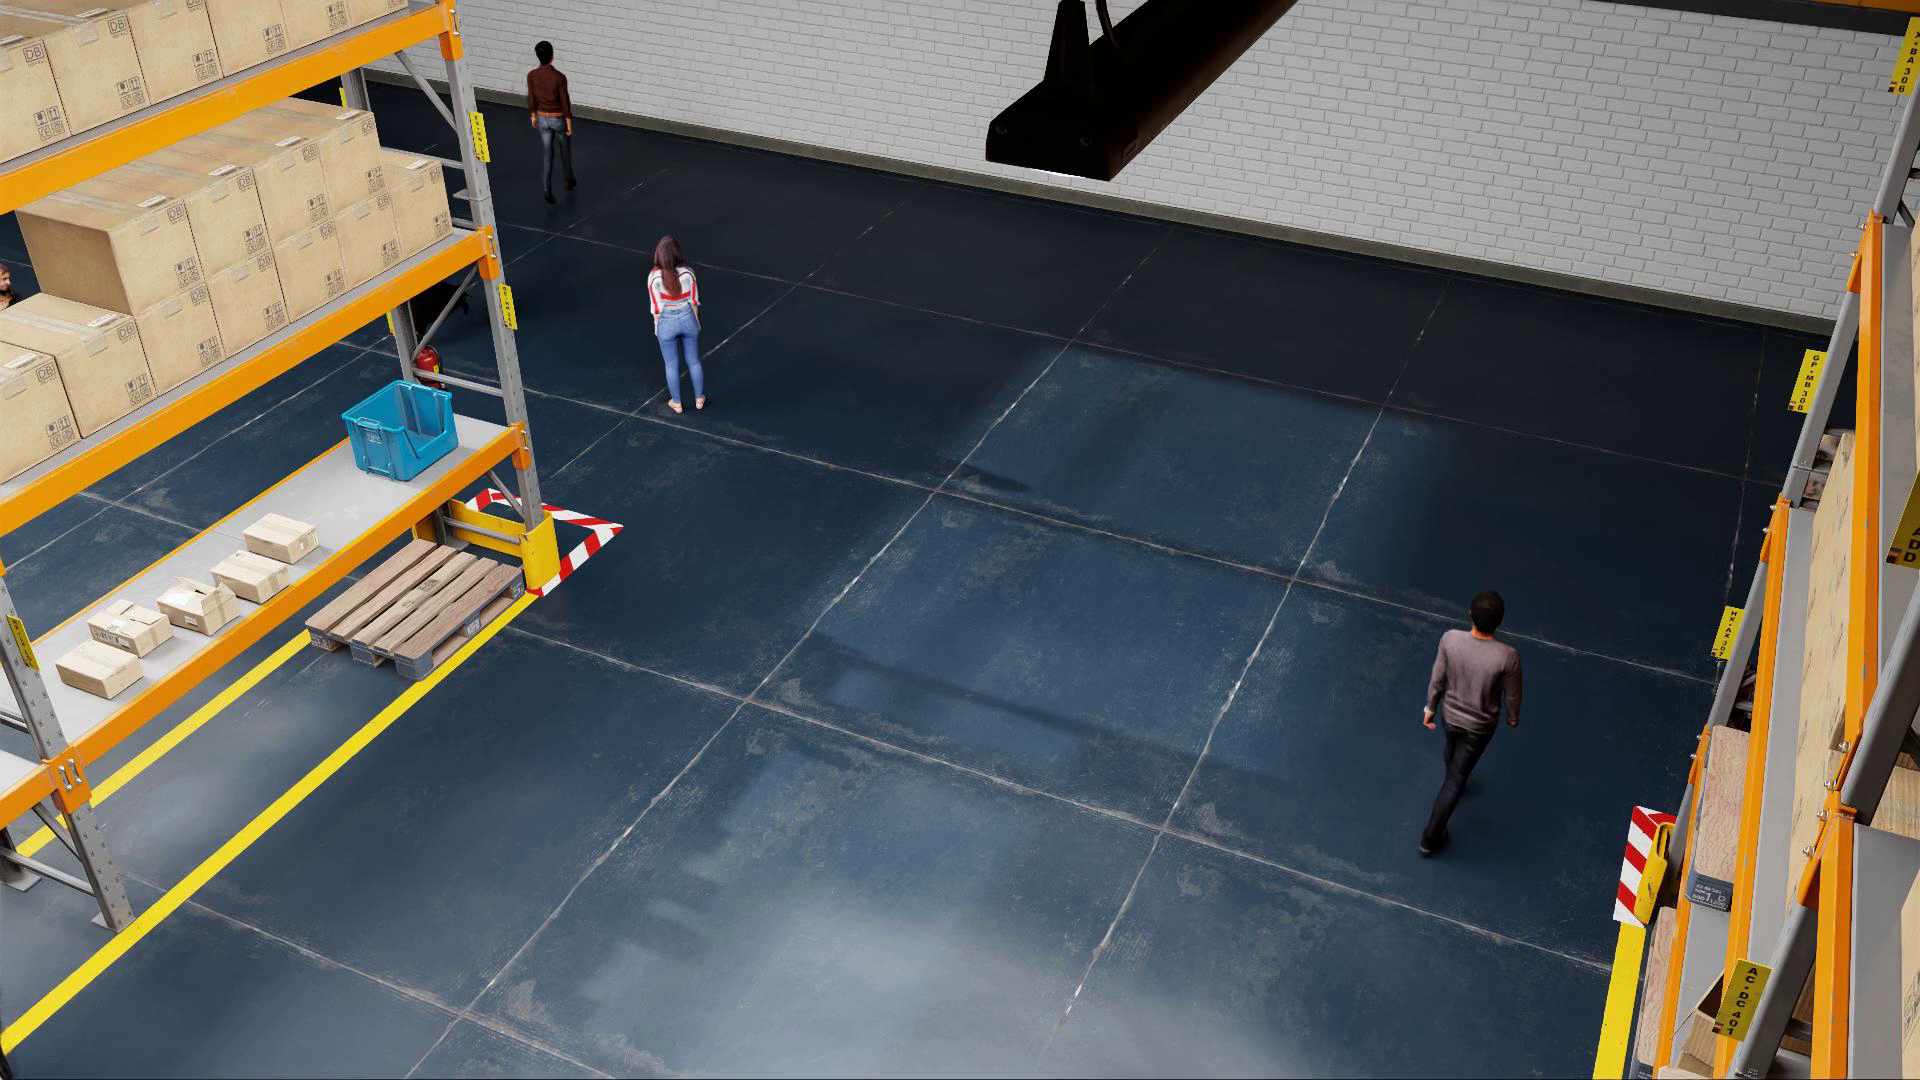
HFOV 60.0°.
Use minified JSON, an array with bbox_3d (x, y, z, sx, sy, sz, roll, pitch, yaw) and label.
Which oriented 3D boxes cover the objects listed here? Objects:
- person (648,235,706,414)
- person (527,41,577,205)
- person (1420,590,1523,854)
[{"bbox_3d":[-2.447,-1.869,14.383,0.652,1.613,0.706,-10,35,-15],"label":"person"},{"bbox_3d":[-4.517,-4.558,18.307,0.910,1.749,1.198,2,34,4],"label":"person"},{"bbox_3d":[2.951,1.112,9.794,1.147,1.731,0.836,15,36,21],"label":"person"}]
